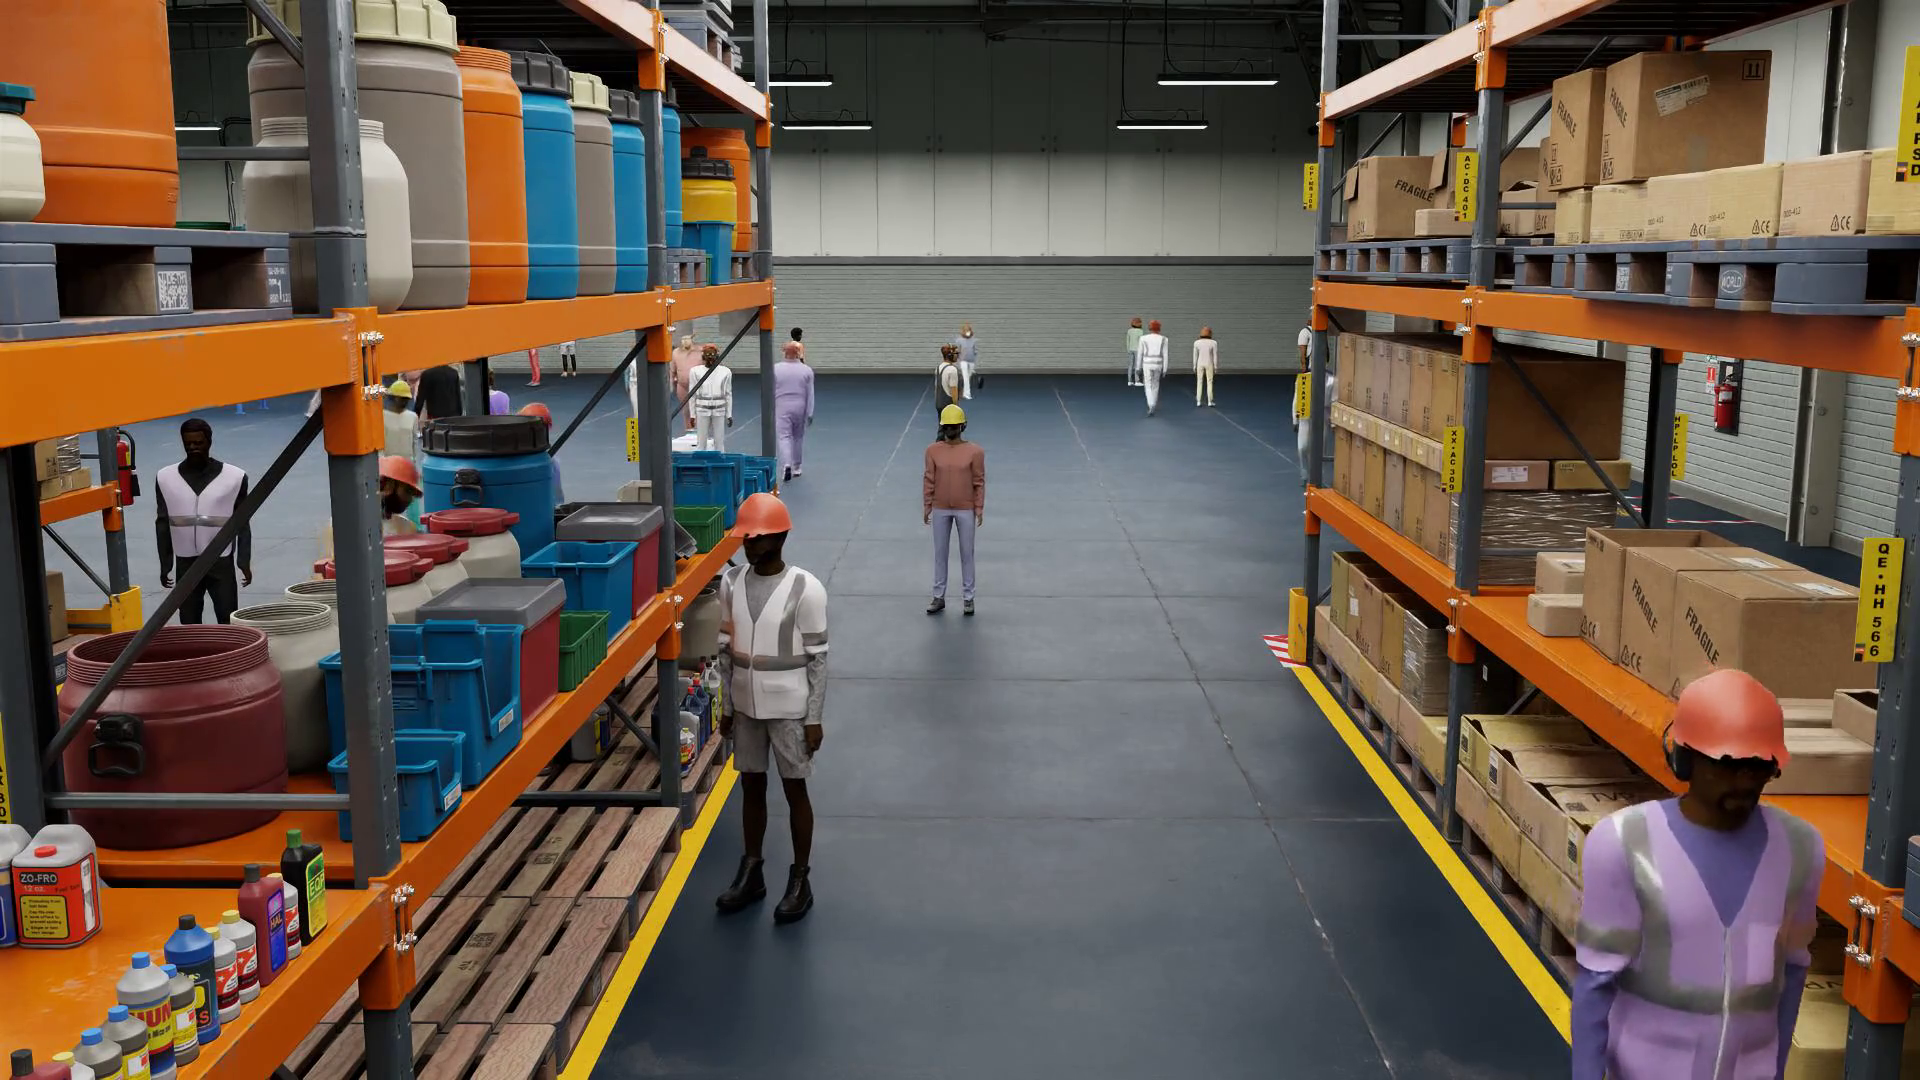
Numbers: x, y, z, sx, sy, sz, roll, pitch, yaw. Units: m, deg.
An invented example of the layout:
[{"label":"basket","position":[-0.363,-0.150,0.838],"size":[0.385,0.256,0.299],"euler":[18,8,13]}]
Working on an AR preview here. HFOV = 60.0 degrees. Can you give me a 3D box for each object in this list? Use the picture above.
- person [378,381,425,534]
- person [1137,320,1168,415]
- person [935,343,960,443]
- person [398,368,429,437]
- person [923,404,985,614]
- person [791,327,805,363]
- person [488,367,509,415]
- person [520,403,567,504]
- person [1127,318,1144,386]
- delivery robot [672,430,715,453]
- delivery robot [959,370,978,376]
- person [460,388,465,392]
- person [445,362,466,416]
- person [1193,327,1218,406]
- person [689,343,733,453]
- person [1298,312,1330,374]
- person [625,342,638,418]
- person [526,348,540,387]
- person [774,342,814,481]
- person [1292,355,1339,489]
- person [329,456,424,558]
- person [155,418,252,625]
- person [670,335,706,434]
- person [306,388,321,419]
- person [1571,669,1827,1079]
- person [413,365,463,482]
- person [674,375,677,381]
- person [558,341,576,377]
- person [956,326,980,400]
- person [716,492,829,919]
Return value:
[{"label":"person","position":[-5.909,-0.813,17.504],"size":[0.536,1.709,0.947],"euler":[-8,12,-40]},{"label":"person","position":[3.749,-3.347,32.257],"size":[0.578,1.858,0.886],"euler":[0,9,-2]},{"label":"person","position":[-0.160,-1.794,22.976],"size":[0.349,1.847,0.505],"euler":[-5,11,-29]},{"label":"person","position":[-9.179,-2.639,27.946],"size":[0.639,1.868,0.962],"euler":[5,10,25]},{"label":"person","position":[-0.056,-0.260,14.026],"size":[0.533,1.768,0.310],"euler":[2,10,12]},{"label":"person","position":[-3.195,-3.296,32.431],"size":[0.320,1.692,0.531],"euler":[-8,12,-38]},{"label":"person","position":[-5.067,-0.959,17.966],"size":[0.388,1.847,0.563],"euler":[4,10,25]},{"label":"person","position":[-3.174,-0.064,12.438],"size":[0.551,1.905,0.615],"euler":[5,11,29]},{"label":"person","position":[4.225,-4.518,39.924],"size":[0.279,1.632,0.507],"euler":[-8,12,-40]},{"label":"delivery robot","position":[-3.884,-1.352,24.033],"size":[0.707,0.478,0.477],"euler":[0,10,0]},{"label":"delivery robot","position":[0.212,-3.998,39.107],"size":[0.335,0.223,0.698],"euler":[4,10,22]},{"label":"person","position":[-11.427,-4.259,38.181],"size":[0.317,1.695,0.540],"euler":[-1,10,-7]},{"label":"person","position":[-8.968,-2.819,28.970],"size":[0.600,1.885,1.030],"euler":[6,11,32]},{"label":"person","position":[5.058,-3.572,34.259],"size":[0.507,1.632,0.267],"euler":[3,10,20]},{"label":"person","position":[-3.306,-1.664,22.087],"size":[0.573,1.882,0.354],"euler":[-3,10,-15]},{"label":"person","position":[6.924,-3.436,32.356],"size":[0.688,2.000,0.539],"euler":[-7,12,-38]},{"label":"person","position":[-5.546,-2.647,28.766],"size":[0.522,1.623,0.526],"euler":[-4,10,-22]},{"label":"person","position":[-10.243,-4.563,39.801],"size":[0.309,1.769,0.523],"euler":[-5,11,-29]},{"label":"person","position":[-2.313,-1.772,22.762],"size":[0.638,1.876,0.907],"euler":[-2,10,-10]},{"label":"person","position":[4.588,-1.538,21.518],"size":[0.626,1.812,0.572],"euler":[4,10,21]},{"label":"person","position":[-3.209,0.489,9.192],"size":[0.393,1.890,0.661],"euler":[6,11,34]},{"label":"person","position":[-5.082,0.139,11.209],"size":[0.587,1.910,0.391],"euler":[-3,10,-15]},{"label":"person","position":[-4.335,-2.390,26.496],"size":[0.669,1.857,0.963],"euler":[1,10,5]},{"label":"person","position":[-11.756,-3.085,30.706],"size":[1.008,1.858,0.656],"euler":[2,10,13]},{"label":"person","position":[1.809,1.274,4.174],"size":[0.620,2.004,1.049],"euler":[0,9,2]},{"label":"person","position":[-6.815,-1.601,21.517],"size":[0.995,1.946,0.615],"euler":[4,10,24]},{"label":"person","position":[-7.478,-4.874,41.322],"size":[0.979,1.872,0.608],"euler":[3,10,16]},{"label":"person","position":[-10.170,-5.070,43.052],"size":[0.529,1.692,0.321],"euler":[-7,12,-36]},{"label":"person","position":[0.159,-3.867,36.141],"size":[0.510,1.593,0.832],"euler":[-3,10,-17]},{"label":"person","position":[-0.860,0.744,7.494],"size":[0.546,1.939,0.375],"euler":[5,11,26]}]
